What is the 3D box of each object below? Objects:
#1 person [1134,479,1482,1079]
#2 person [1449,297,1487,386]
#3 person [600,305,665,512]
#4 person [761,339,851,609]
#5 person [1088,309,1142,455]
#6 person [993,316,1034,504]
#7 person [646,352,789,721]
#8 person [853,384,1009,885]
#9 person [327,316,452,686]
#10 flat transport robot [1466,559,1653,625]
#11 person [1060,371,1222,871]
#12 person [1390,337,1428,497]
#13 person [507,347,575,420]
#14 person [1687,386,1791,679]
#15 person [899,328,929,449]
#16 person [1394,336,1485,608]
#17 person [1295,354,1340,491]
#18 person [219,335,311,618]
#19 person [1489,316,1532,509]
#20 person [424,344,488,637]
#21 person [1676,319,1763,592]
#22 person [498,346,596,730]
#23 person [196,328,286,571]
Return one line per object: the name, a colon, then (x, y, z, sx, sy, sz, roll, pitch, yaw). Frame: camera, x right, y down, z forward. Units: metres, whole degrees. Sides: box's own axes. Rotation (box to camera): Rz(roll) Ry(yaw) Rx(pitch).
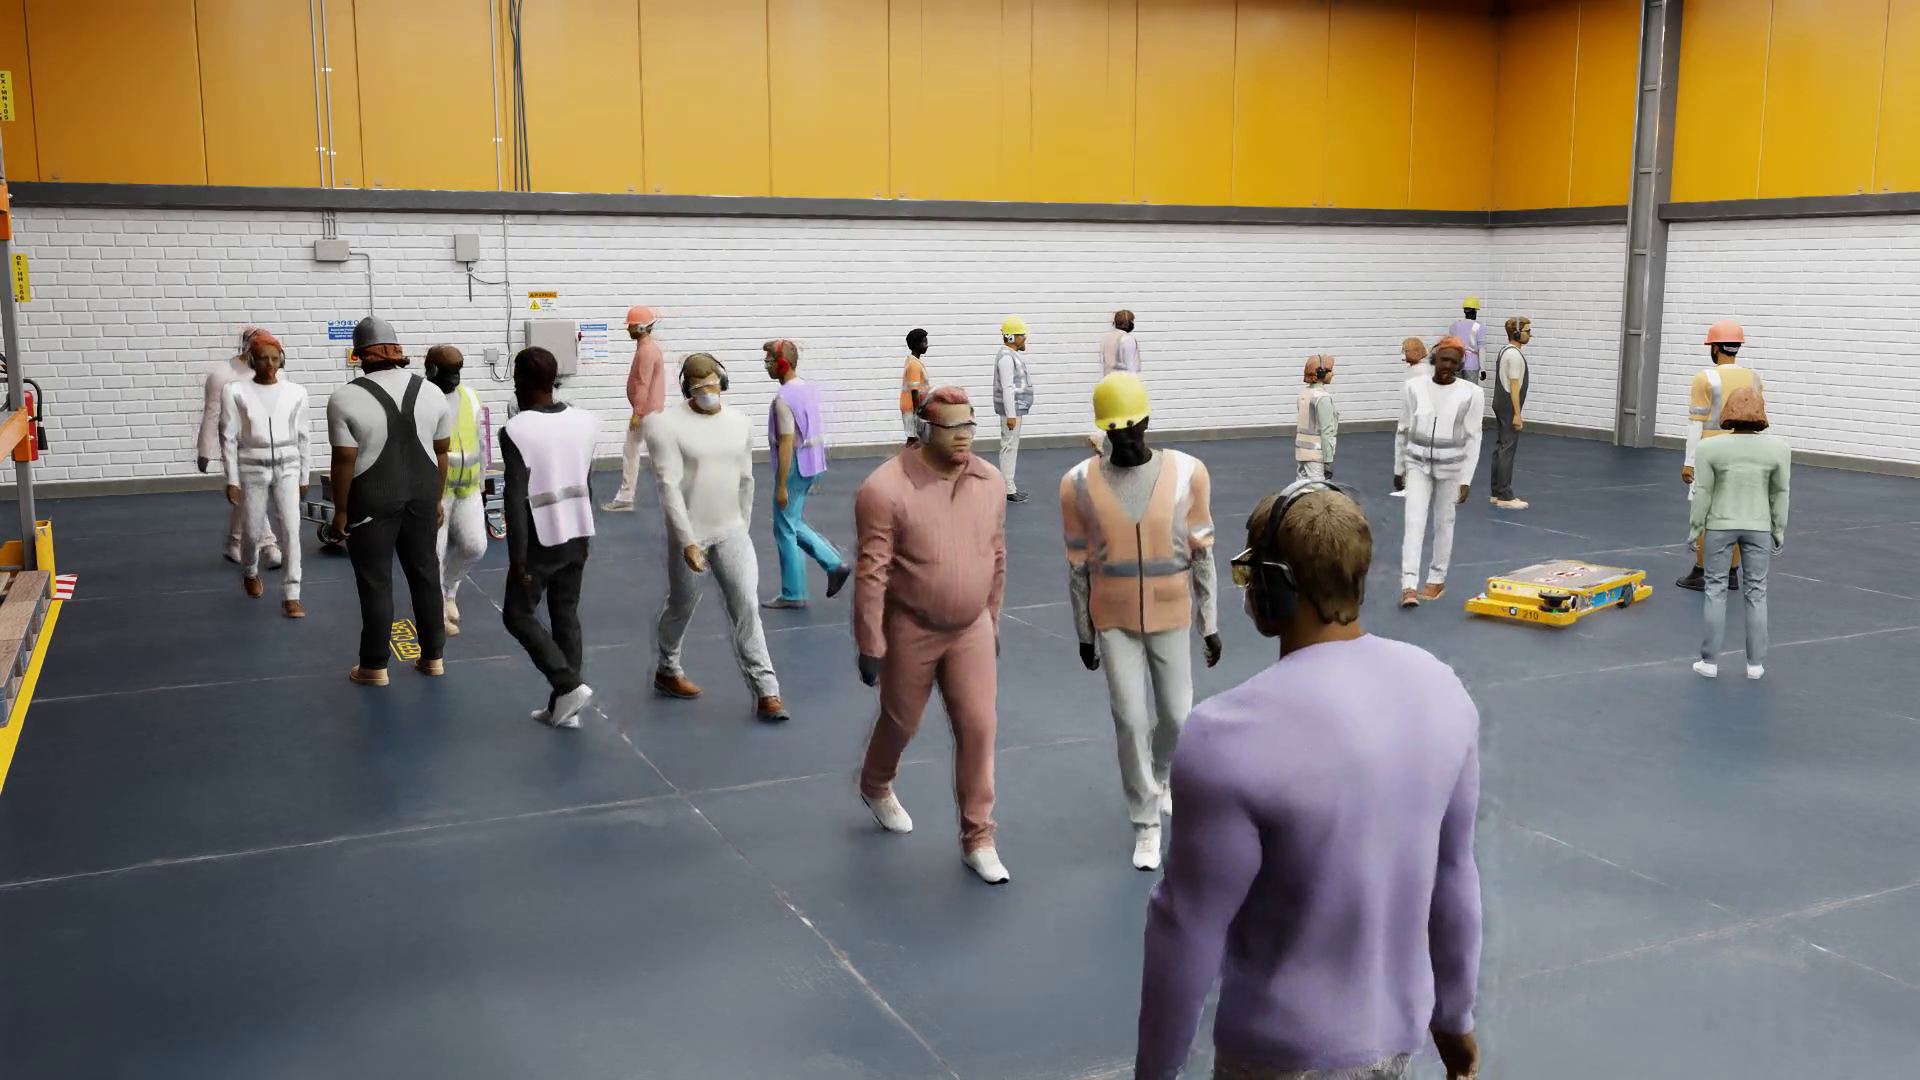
person: (0.564, 0.843, 2.934, 0.670, 1.913, 0.697, -7, 11, -35)
person: (7.112, -2.439, 23.303, 0.392, 1.921, 0.585, -7, 11, -37)
person: (-2.900, -1.231, 15.679, 0.940, 1.965, 0.606, -3, 10, -16)
person: (-1.062, -0.425, 11.080, 0.504, 1.823, 0.597, 2, 9, 13)
person: (1.894, -1.833, 19.830, 0.553, 1.827, 0.631, -3, 10, -19)
person: (0.526, -1.279, 16.360, 0.404, 1.831, 0.600, 1, 9, 4)
person: (-1.315, -0.026, 8.527, 0.628, 1.880, 1.011, -7, 11, -36)
person: (-0.138, 0.317, 6.400, 0.675, 1.859, 0.921, -5, 10, -28)
person: (-3.182, -0.227, 9.195, 0.676, 2.000, 0.536, -9, 13, -43)
flat transport robot: (4.053, 0.334, 11.188, 0.652, 0.197, 1.431, 9, 13, 44)
person: (0.697, 0.284, 6.456, 0.628, 1.896, 0.609, 1, 9, 4)
person: (4.596, -1.231, 16.727, 0.428, 1.618, 0.497, -1, 9, -3)
person: (-2.934, -0.483, 11.694, 0.487, 1.746, 0.287, -6, 11, -34)
person: (4.336, -0.038, 9.282, 0.507, 1.631, 0.268, 2, 9, 13)
person: (-0.466, -1.343, 17.208, 0.322, 1.689, 0.531, 0, 9, -3)
person: (3.199, -0.451, 11.205, 0.601, 1.833, 0.866, 5, 10, 27)
person: (2.731, -0.605, 12.779, 0.306, 1.640, 0.523, -2, 9, -11)
person: (-4.611, -0.436, 11.065, 0.580, 1.863, 0.804, -6, 11, -33)
person: (5.295, -1.222, 15.972, 0.348, 1.847, 0.505, 1, 9, 7)
person: (-3.222, -0.310, 10.376, 0.449, 1.823, 0.654, 8, 12, 41)
person: (5.387, -0.596, 11.831, 0.542, 1.933, 0.382, -2, 9, -15)
person: (-2.003, 0.007, 8.172, 0.455, 1.906, 0.603, 6, 11, 33)
person: (-5.415, -0.695, 12.719, 0.999, 1.841, 0.696, 5, 11, 30)
